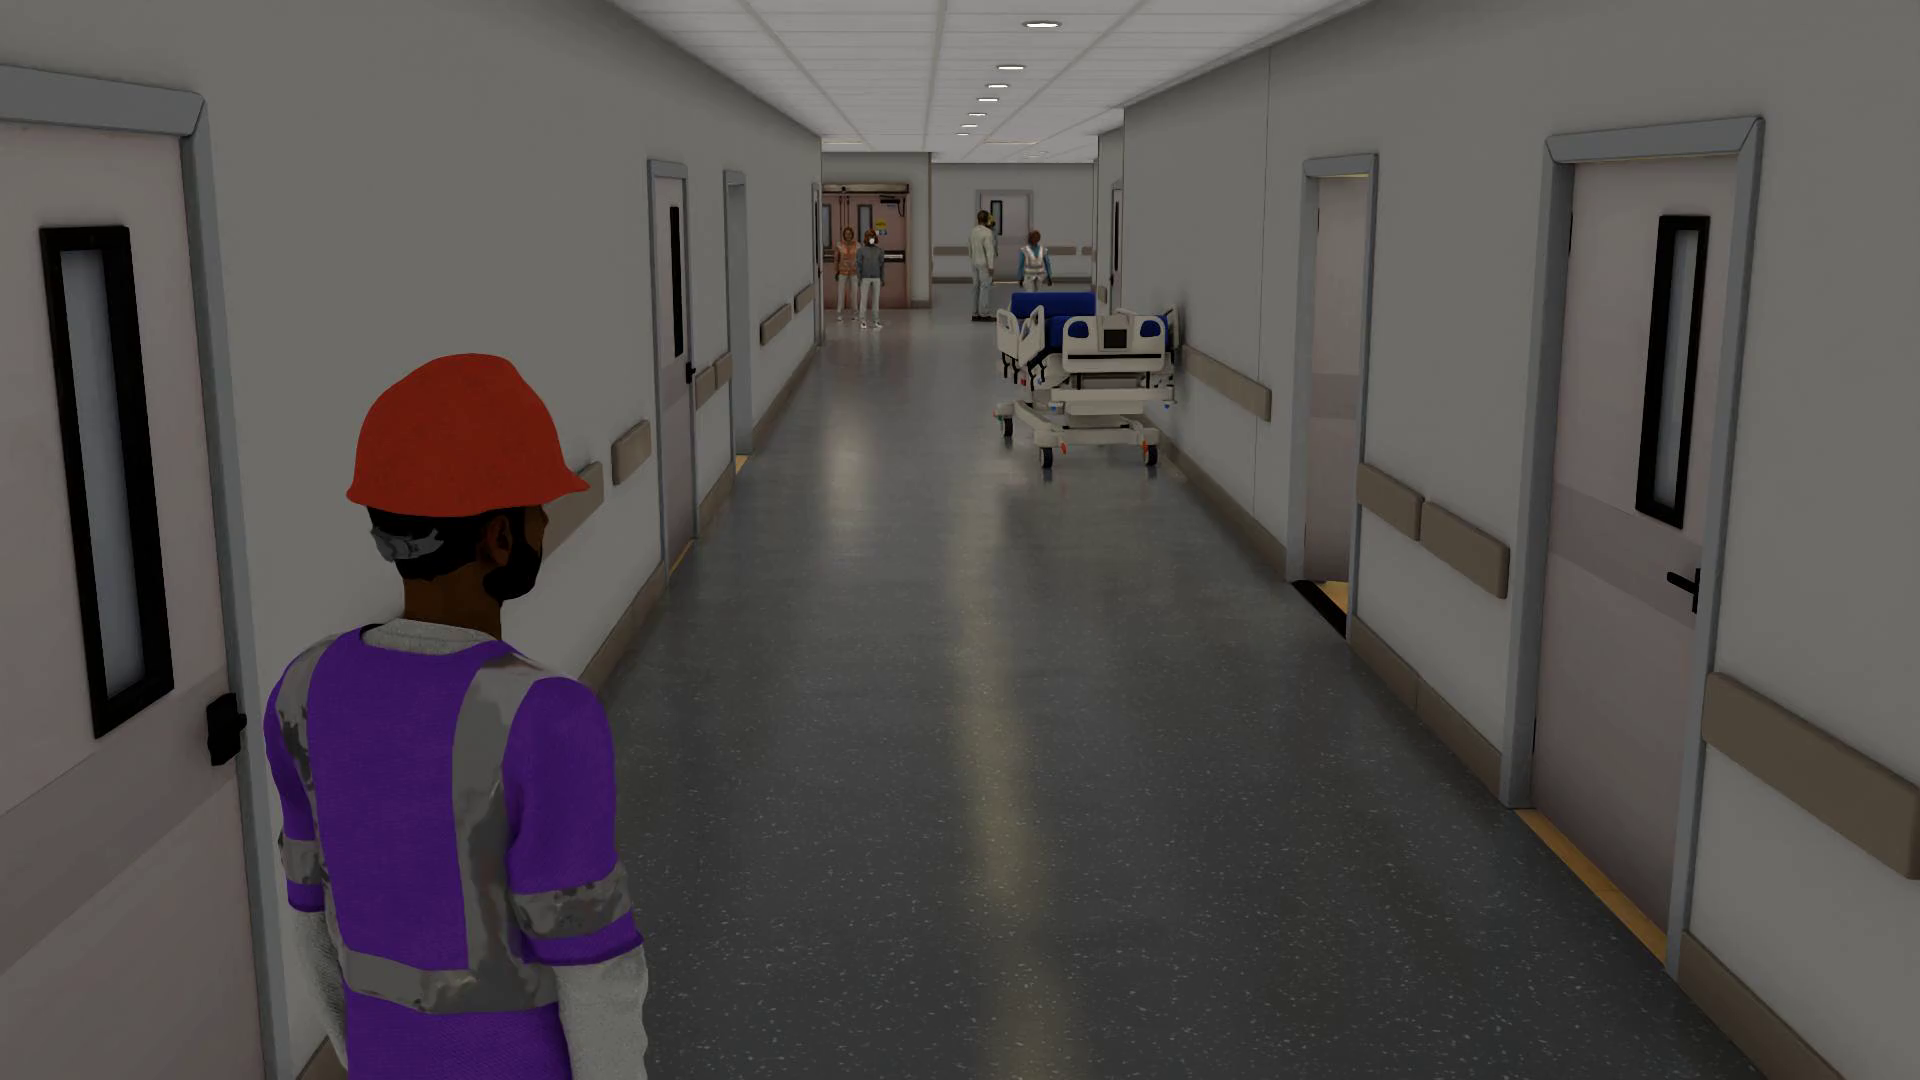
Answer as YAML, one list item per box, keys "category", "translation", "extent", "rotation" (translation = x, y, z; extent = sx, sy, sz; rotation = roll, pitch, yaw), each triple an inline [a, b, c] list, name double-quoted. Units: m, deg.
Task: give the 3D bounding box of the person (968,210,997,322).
- category: "person"
  translation: [0.394, -4.780, 29.038]
  extent: [0.367, 1.939, 0.634]
  rotation: [-8, 14, -34]

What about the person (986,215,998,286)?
- category: "person"
  translation: [0.721, -7.065, 40.665]
  extent: [0.487, 1.737, 0.345]
  rotation: [-7, 13, -30]

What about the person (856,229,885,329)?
- category: "person"
  translation: [-1.475, -4.316, 27.522]
  extent: [0.500, 1.633, 0.281]
  rotation: [-5, 13, -24]

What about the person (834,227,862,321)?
- category: "person"
  translation: [-1.962, -4.689, 29.321]
  extent: [0.515, 1.641, 0.315]
  rotation: [-2, 12, -10]

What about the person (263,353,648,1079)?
- category: "person"
  translation: [-0.614, 0.728, 2.199]
  extent: [0.542, 1.939, 0.364]
  rotation: [6, 13, 28]

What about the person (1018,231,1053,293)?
- category: "person"
  translation: [1.262, -4.321, 27.625]
  extent: [0.531, 1.594, 0.847]
  rotation: [-4, 12, -19]
